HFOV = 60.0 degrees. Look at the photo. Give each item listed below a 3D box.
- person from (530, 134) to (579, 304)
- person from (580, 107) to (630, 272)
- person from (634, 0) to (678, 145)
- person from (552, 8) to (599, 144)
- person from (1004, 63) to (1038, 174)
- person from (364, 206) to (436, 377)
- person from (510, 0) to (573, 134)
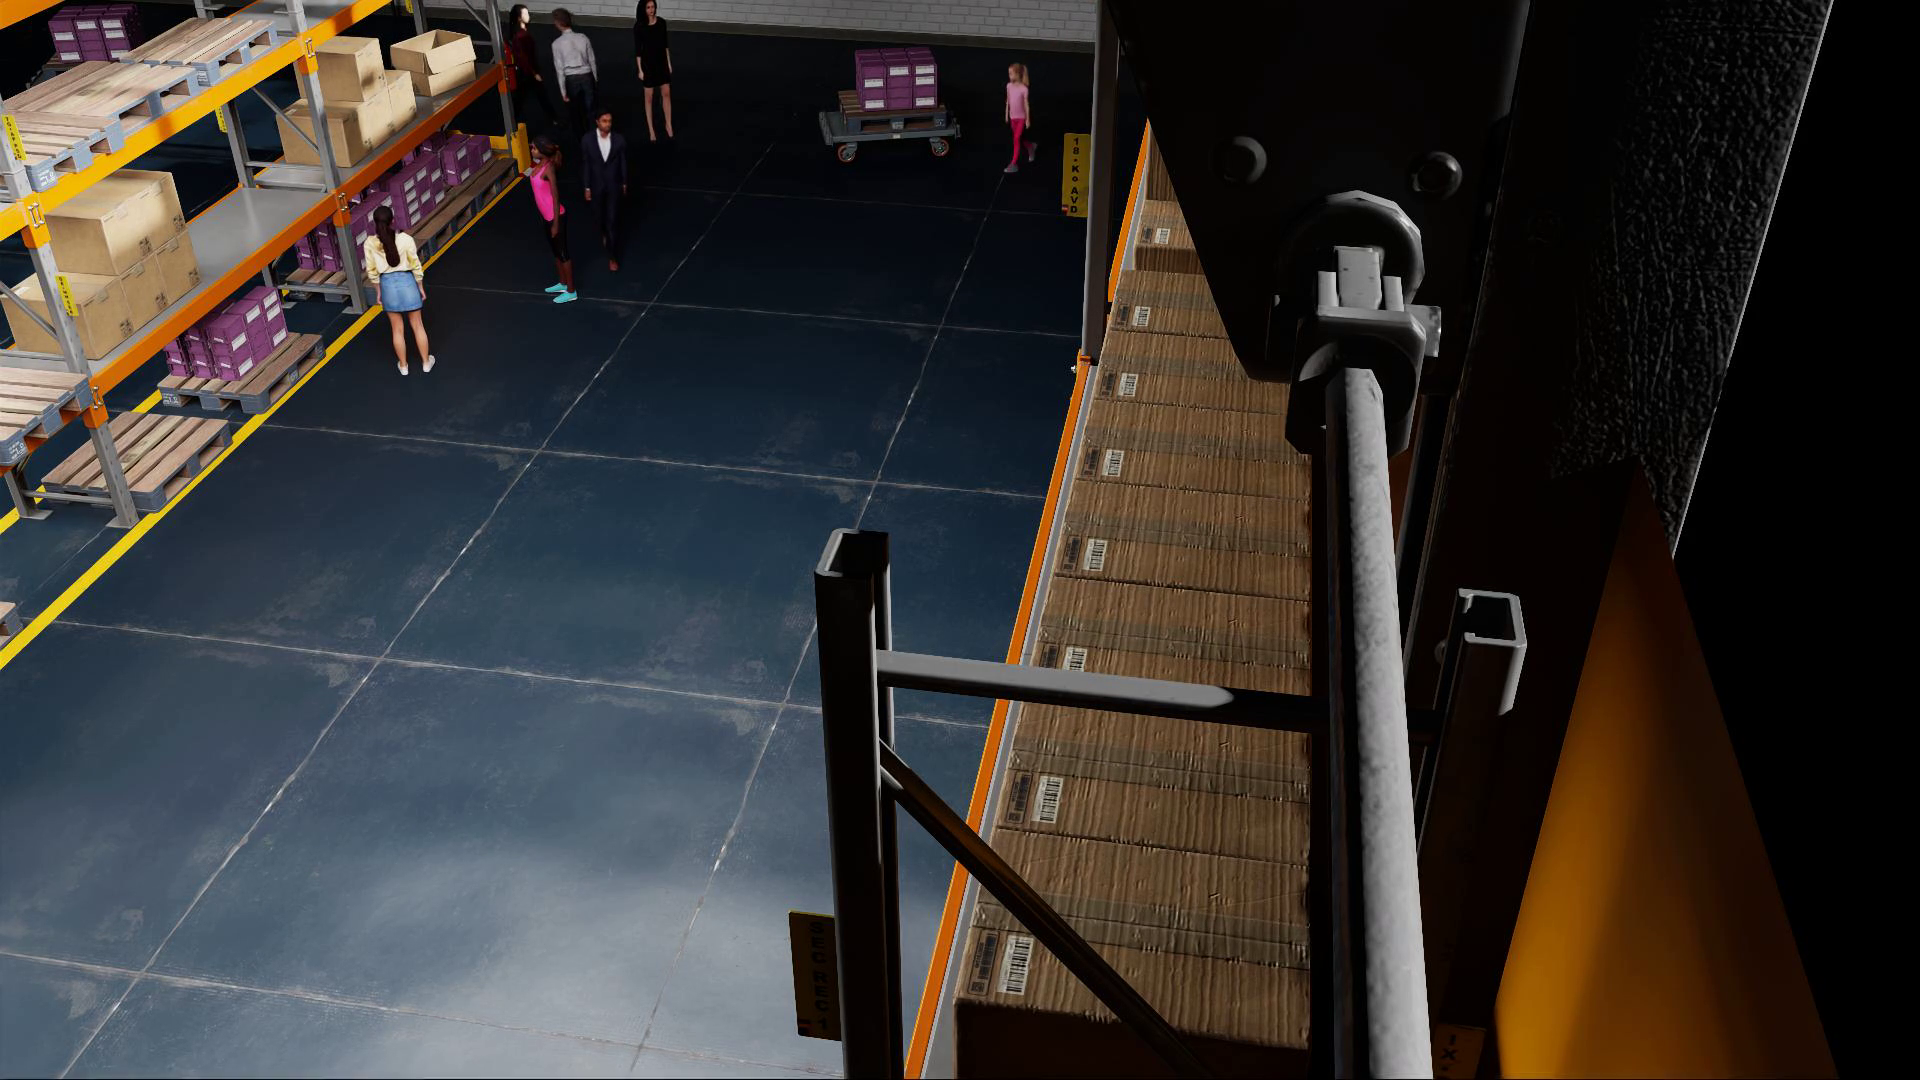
[{"bbox_3d":[-4.051,-3.219,16.593,0.717,1.723,0.644,-16,37,-22],"label":"person"},{"bbox_3d":[-3.694,-3.702,17.335,0.879,1.706,1.062,-6,34,-9],"label":"person"},{"bbox_3d":[-3.741,-5.763,20.350,0.667,1.801,0.719,-21,39,-28],"label":"person"},{"bbox_3d":[-4.519,-5.371,19.796,1.056,1.761,1.319,-10,35,-15],"label":"person"},{"bbox_3d":[0.730,-5.045,19.769,0.779,1.248,0.941,25,41,32],"label":"person"},{"bbox_3d":[-5.153,-2.293,15.282,0.720,1.632,0.709,-9,35,-13],"label":"person"},{"bbox_3d":[-5.440,-5.725,20.456,0.750,1.621,0.984,1,34,1],"label":"person"}]
